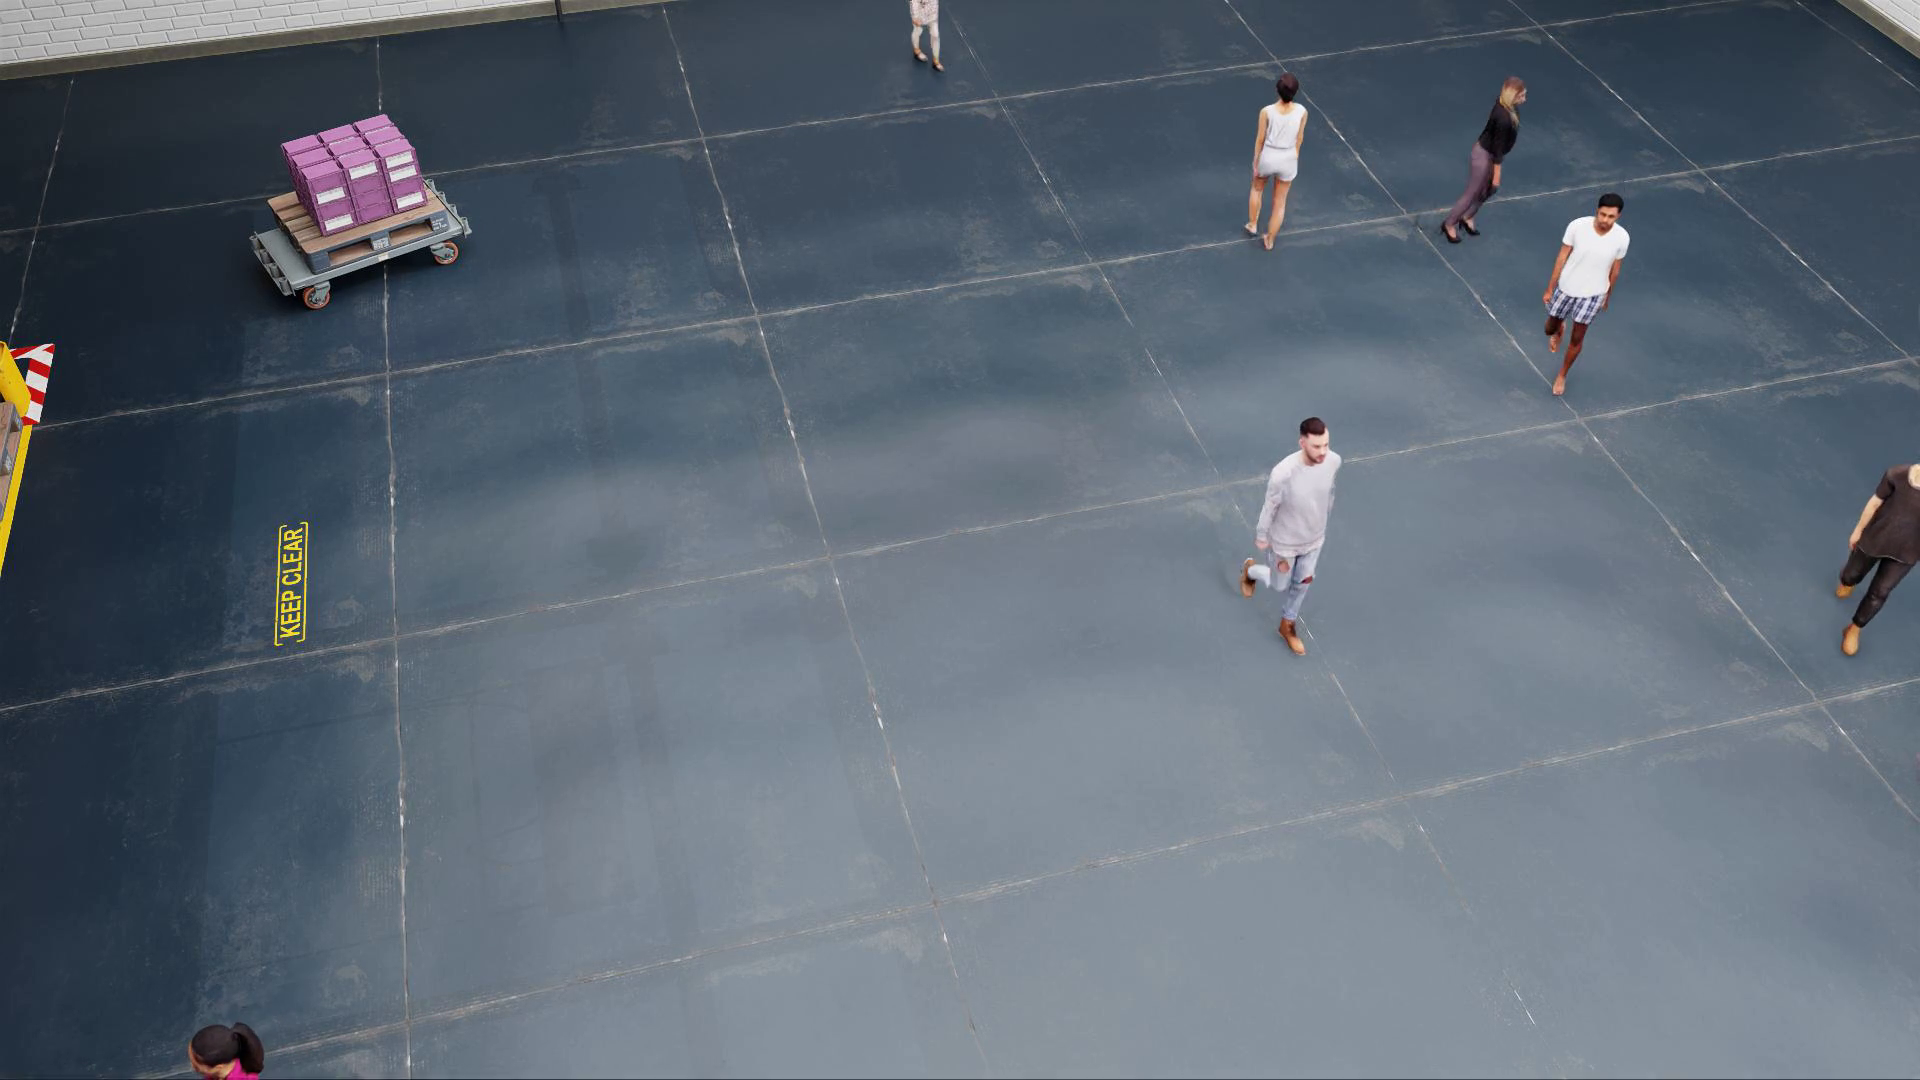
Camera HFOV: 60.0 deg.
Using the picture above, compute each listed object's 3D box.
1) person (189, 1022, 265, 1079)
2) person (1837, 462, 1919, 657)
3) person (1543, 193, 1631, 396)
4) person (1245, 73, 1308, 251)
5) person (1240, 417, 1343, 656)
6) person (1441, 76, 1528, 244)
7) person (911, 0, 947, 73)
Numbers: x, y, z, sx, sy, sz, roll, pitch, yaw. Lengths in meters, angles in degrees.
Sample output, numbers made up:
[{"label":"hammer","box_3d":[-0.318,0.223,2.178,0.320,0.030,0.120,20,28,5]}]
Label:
[{"label":"person","box_3d":[-3.268,2.764,7.822,0.715,1.700,0.583,-20,47,-20]},{"label":"person","box_3d":[6.040,-0.048,10.776,0.943,1.697,0.990,23,48,22]},{"label":"person","box_3d":[4.779,-1.961,12.769,0.897,1.717,0.975,17,46,17]},{"label":"person","box_3d":[2.702,-3.177,14.140,0.655,1.587,0.717,4,44,4]},{"label":"person","box_3d":[2.126,-0.096,10.731,0.775,1.829,0.984,-17,46,-17]},{"label":"person","box_3d":[4.410,-3.232,14.158,0.822,1.642,0.760,7,44,7]},{"label":"person","box_3d":[-0.381,-5.349,16.649,0.676,1.271,0.849,-30,51,-27]}]
